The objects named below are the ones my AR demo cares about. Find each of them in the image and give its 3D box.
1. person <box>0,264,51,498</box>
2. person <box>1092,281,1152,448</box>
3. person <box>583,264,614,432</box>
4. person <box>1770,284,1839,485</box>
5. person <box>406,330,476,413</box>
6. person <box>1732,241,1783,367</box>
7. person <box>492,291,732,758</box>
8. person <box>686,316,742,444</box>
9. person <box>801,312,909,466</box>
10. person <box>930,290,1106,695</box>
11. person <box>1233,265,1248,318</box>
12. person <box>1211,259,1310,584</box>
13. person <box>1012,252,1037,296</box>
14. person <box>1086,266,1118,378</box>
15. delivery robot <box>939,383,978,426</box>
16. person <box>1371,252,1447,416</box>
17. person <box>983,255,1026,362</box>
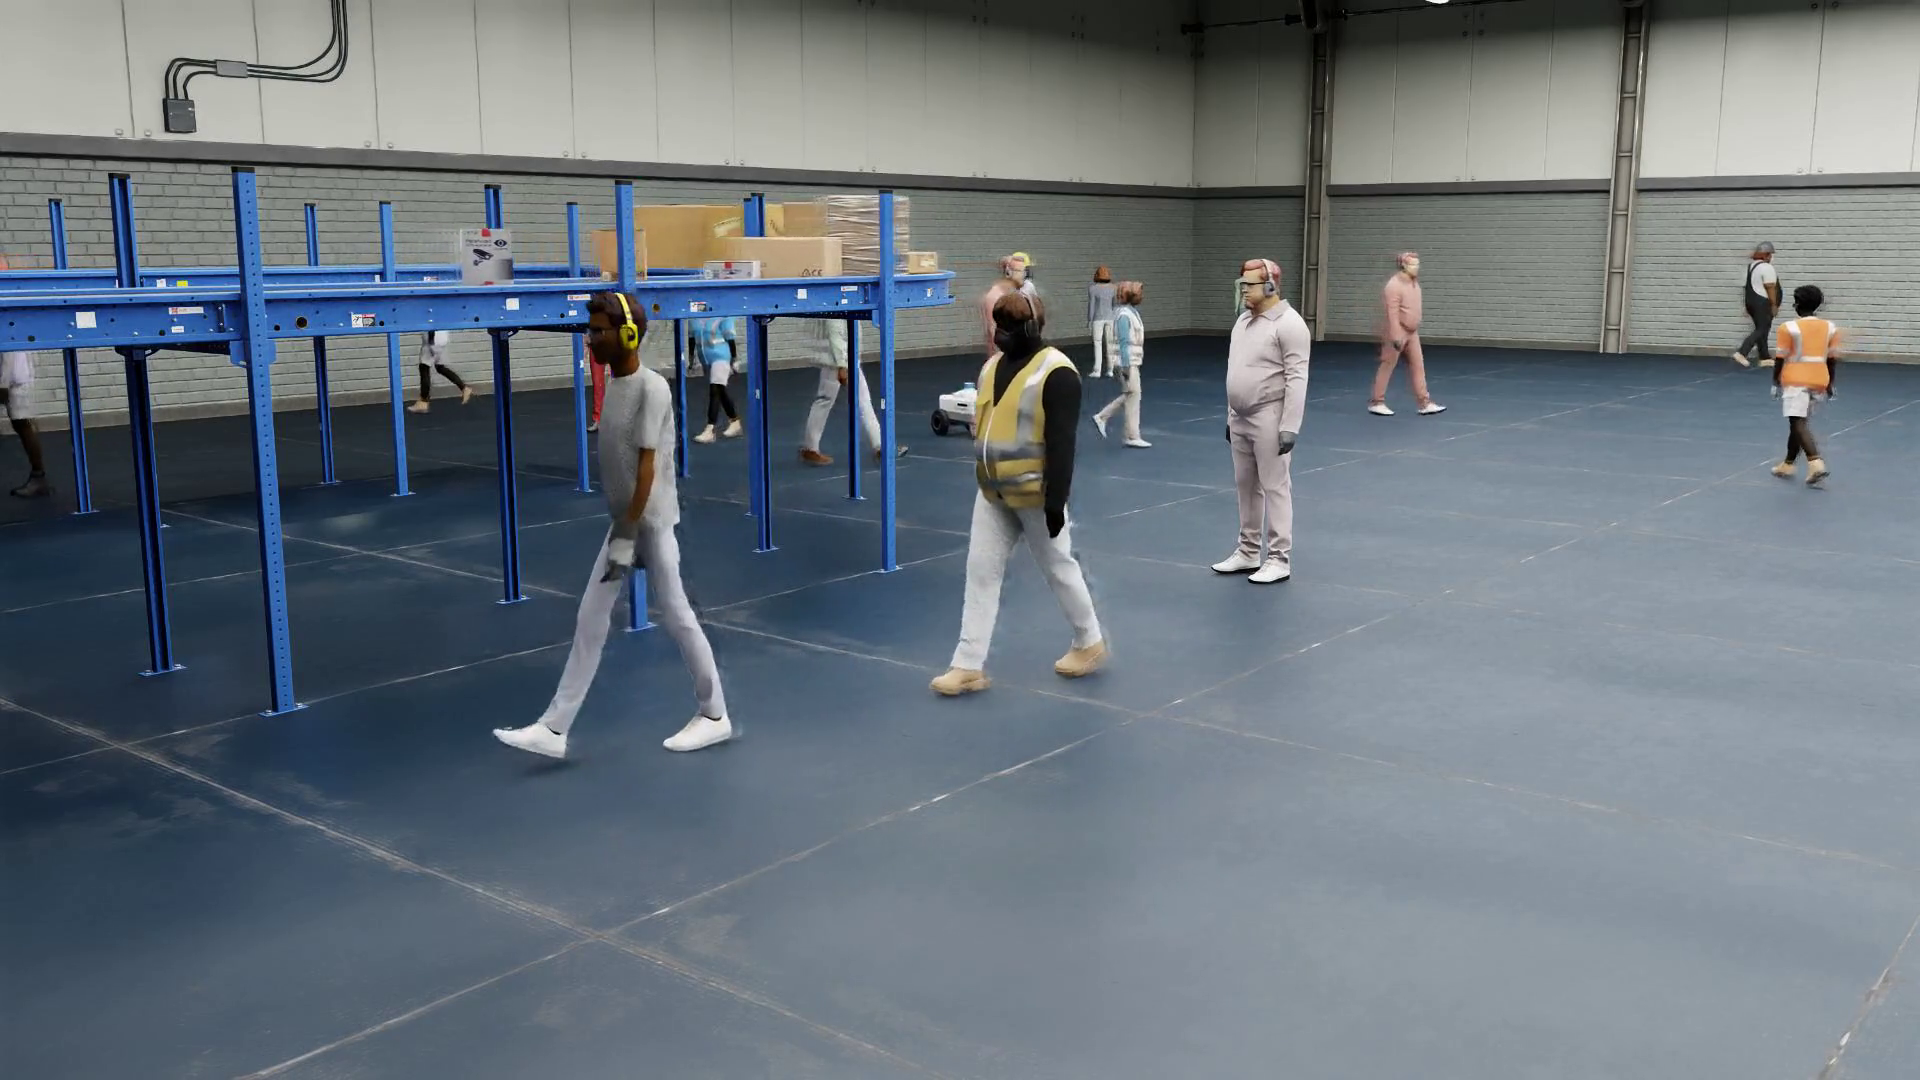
[{"bbox_3d":[-7.566,-1.255,12.929,0.573,1.903,0.836,7,13,35],"label":"person"},{"bbox_3d":[1.602,-1.725,16.318,0.544,1.623,0.528,3,11,15],"label":"person"},{"bbox_3d":[-3.739,-2.018,17.542,0.529,1.767,0.329,2,10,10],"label":"person"},{"bbox_3d":[7.079,-1.303,13.893,0.531,1.659,0.843,-1,10,-8],"label":"person"},{"bbox_3d":[-6.162,-2.350,19.608,0.720,1.678,0.543,0,10,0],"label":"person"},{"bbox_3d":[12.821,-3.778,26.652,0.826,2.000,0.686,0,10,2],"label":"person"},{"bbox_3d":[-1.315,-0.035,6.414,0.969,1.822,0.515,-8,13,-38],"label":"person"},{"bbox_3d":[-2.467,-1.827,16.807,0.540,1.648,0.853,7,12,33],"label":"person"},{"bbox_3d":[-0.993,-1.592,14.809,1.017,1.893,0.643,3,11,17],"label":"person"},{"bbox_3d":[0.308,-0.229,7.550,0.940,1.801,0.635,-8,13,-38],"label":"person"},{"bbox_3d":[5.000,-4.005,28.912,0.500,1.636,0.283,-1,10,-4],"label":"person"},{"bbox_3d":[1.771,-0.706,9.885,0.403,1.904,0.651,-5,11,-25],"label":"person"},{"bbox_3d":[0.748,-2.415,19.441,0.980,1.882,0.603,0,10,-2],"label":"person"},{"bbox_3d":[2.100,-3.221,24.573,0.500,1.633,0.280,-5,11,-25],"label":"person"},{"bbox_3d":[0.095,-1.390,17.263,0.477,0.478,0.707,-7,12,-33],"label":"delivery robot"},{"bbox_3d":[5.161,-2.349,19.097,0.929,1.862,0.676,10,14,44],"label":"person"},{"bbox_3d":[0.555,-1.693,15.452,0.950,1.860,0.679,7,12,33],"label":"person"}]
